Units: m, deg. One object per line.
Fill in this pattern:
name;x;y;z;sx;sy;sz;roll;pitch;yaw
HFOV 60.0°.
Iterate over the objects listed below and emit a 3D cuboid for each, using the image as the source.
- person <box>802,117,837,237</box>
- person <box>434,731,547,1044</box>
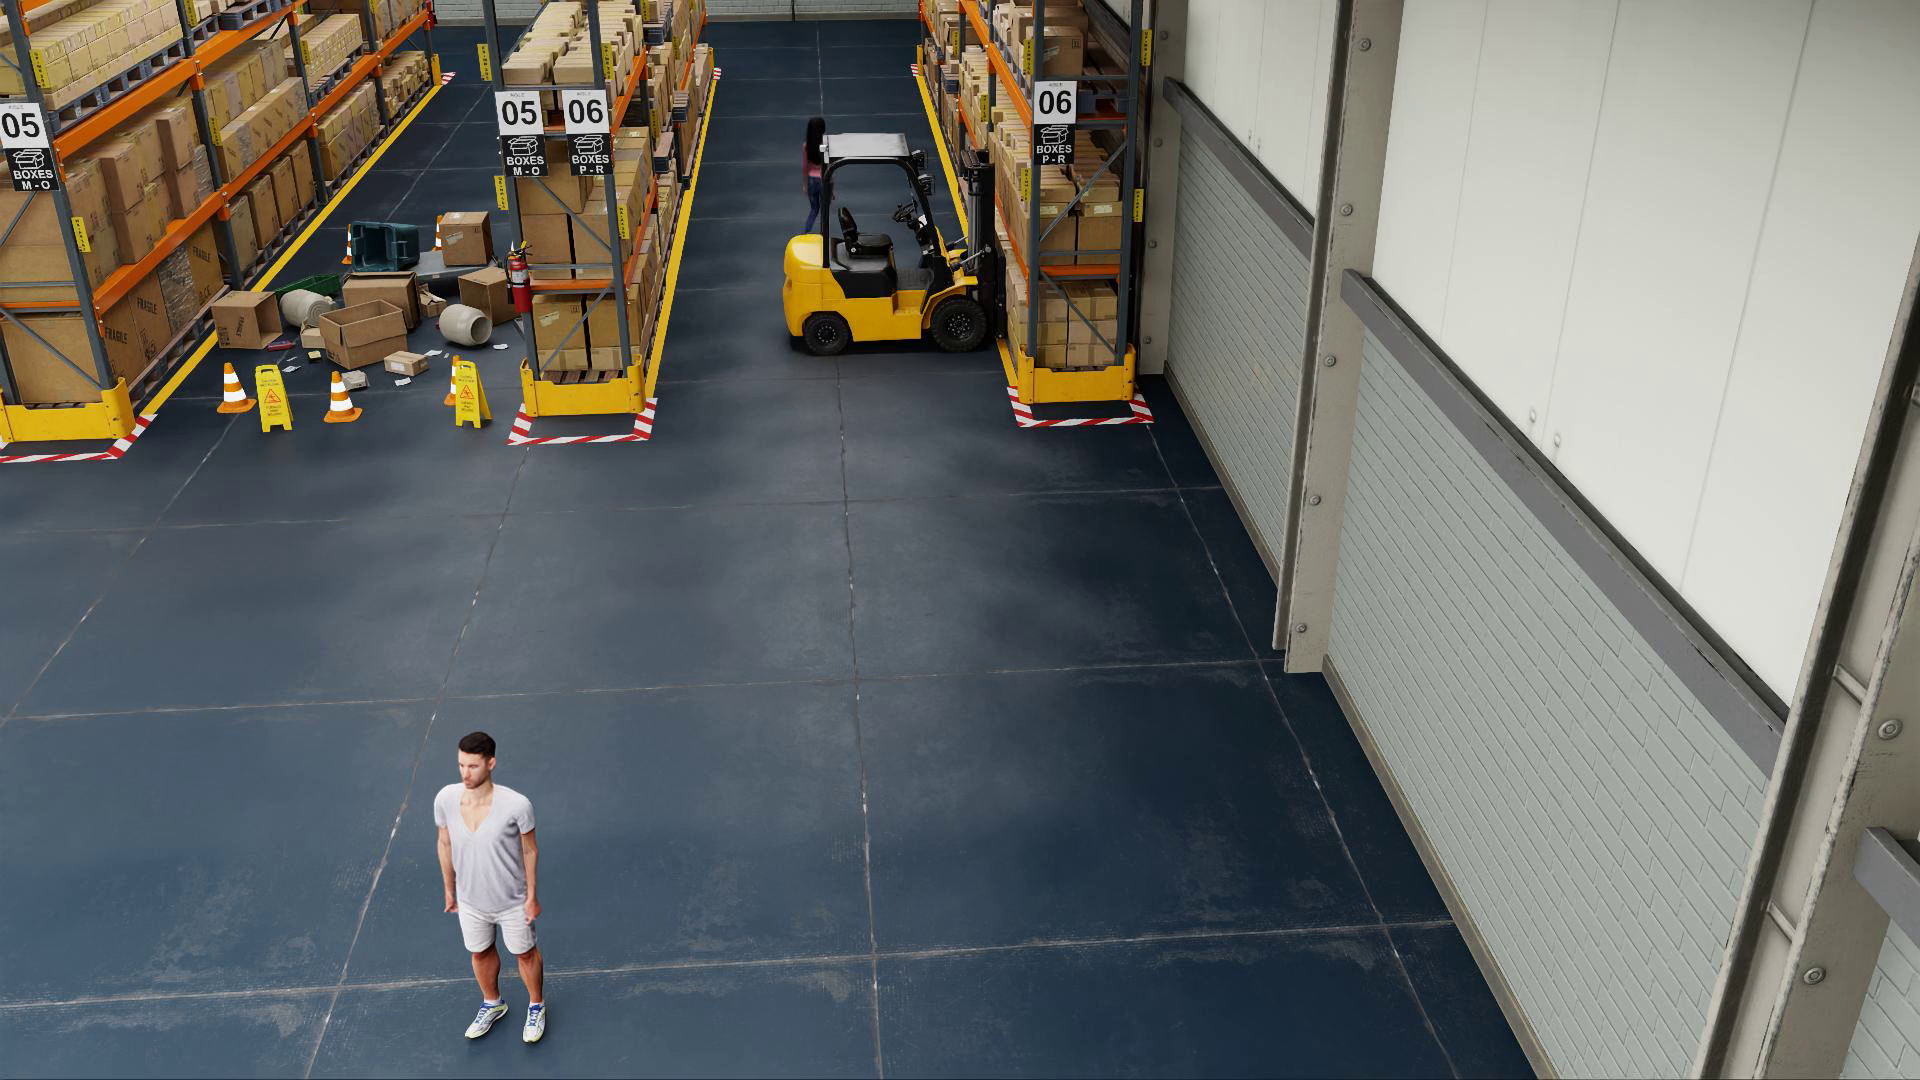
person;-1.801;-4.423;20.890;0.767;1.729;0.948;8;28;16
person;-2.427;1.799;8.668;0.720;1.856;0.638;3;27;5
